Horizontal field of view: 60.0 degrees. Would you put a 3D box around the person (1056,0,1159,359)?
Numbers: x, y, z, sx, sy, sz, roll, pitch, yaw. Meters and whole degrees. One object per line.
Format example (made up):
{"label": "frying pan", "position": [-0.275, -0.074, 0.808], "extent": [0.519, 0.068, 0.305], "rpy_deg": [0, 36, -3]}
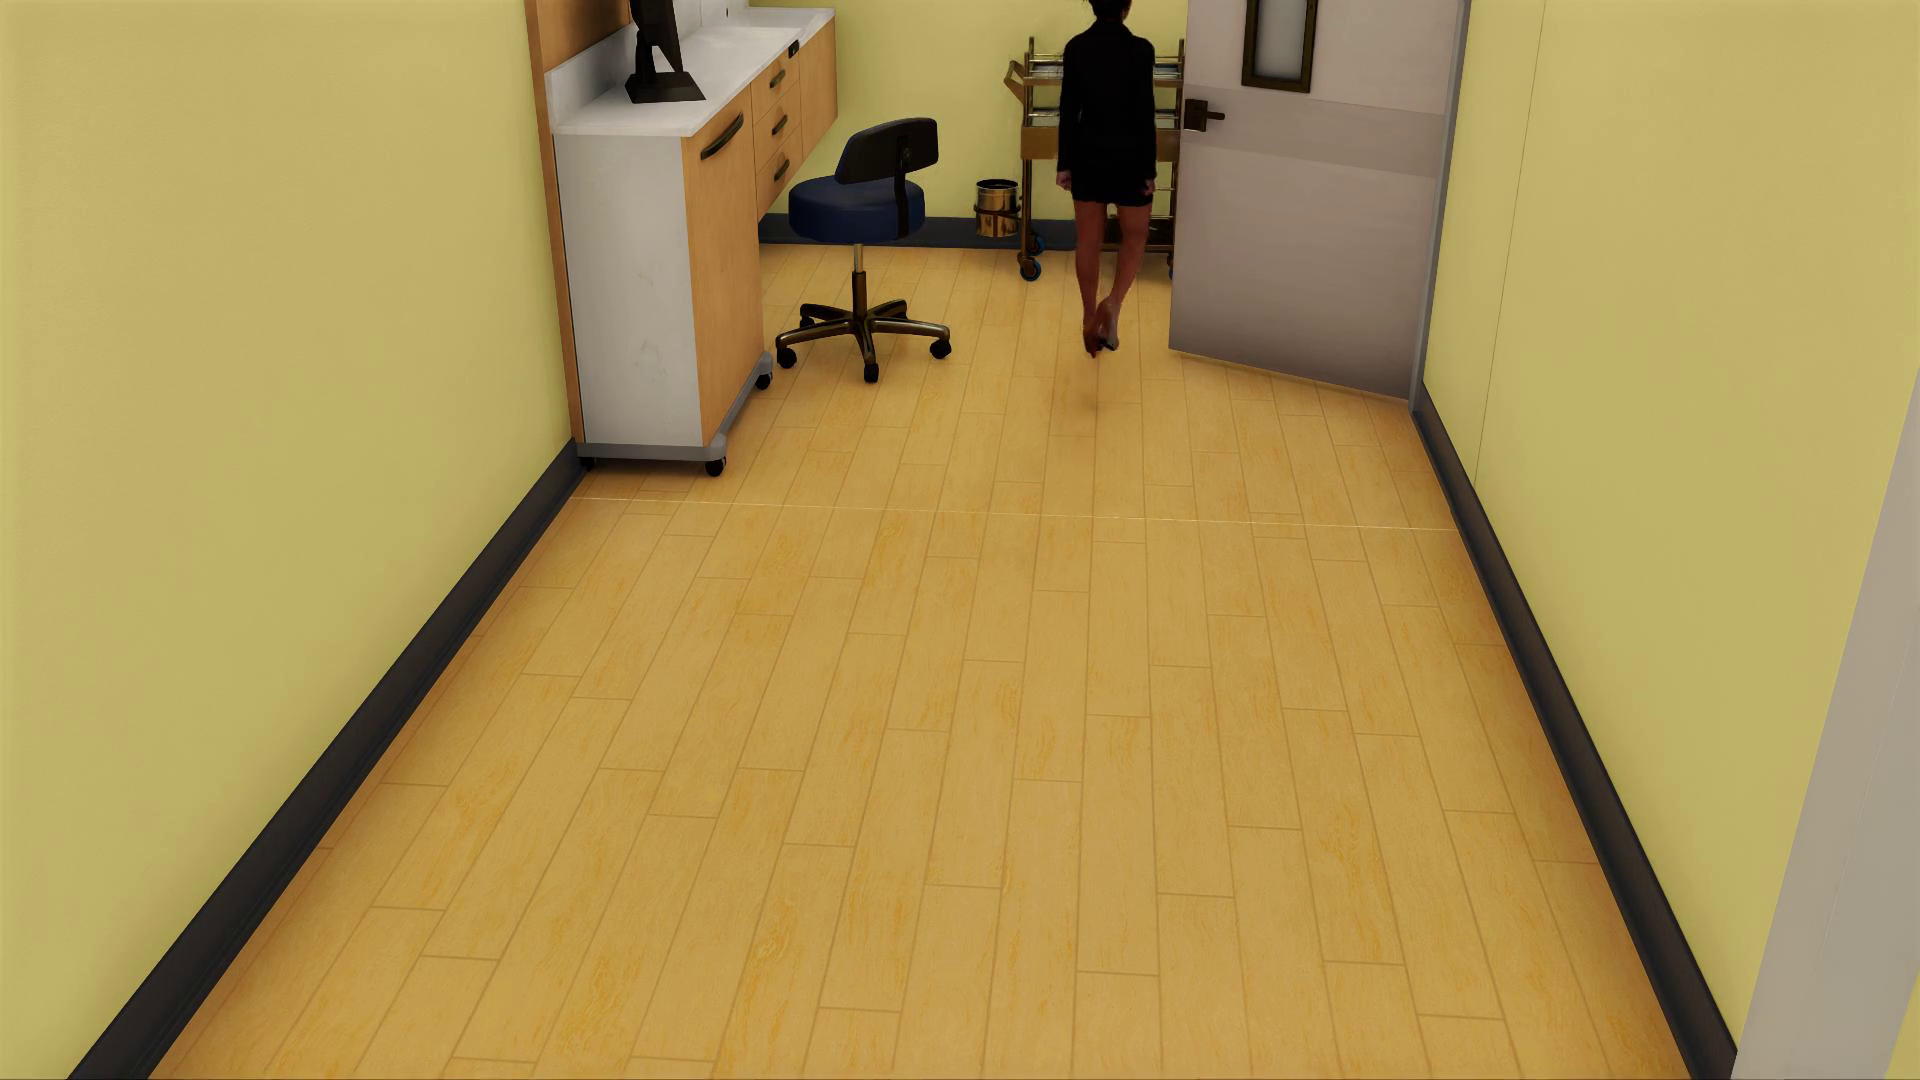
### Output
{"label": "person", "position": [0.603, -1.494, 6.854], "extent": [0.644, 1.630, 0.722], "rpy_deg": [8, 27, 17]}
